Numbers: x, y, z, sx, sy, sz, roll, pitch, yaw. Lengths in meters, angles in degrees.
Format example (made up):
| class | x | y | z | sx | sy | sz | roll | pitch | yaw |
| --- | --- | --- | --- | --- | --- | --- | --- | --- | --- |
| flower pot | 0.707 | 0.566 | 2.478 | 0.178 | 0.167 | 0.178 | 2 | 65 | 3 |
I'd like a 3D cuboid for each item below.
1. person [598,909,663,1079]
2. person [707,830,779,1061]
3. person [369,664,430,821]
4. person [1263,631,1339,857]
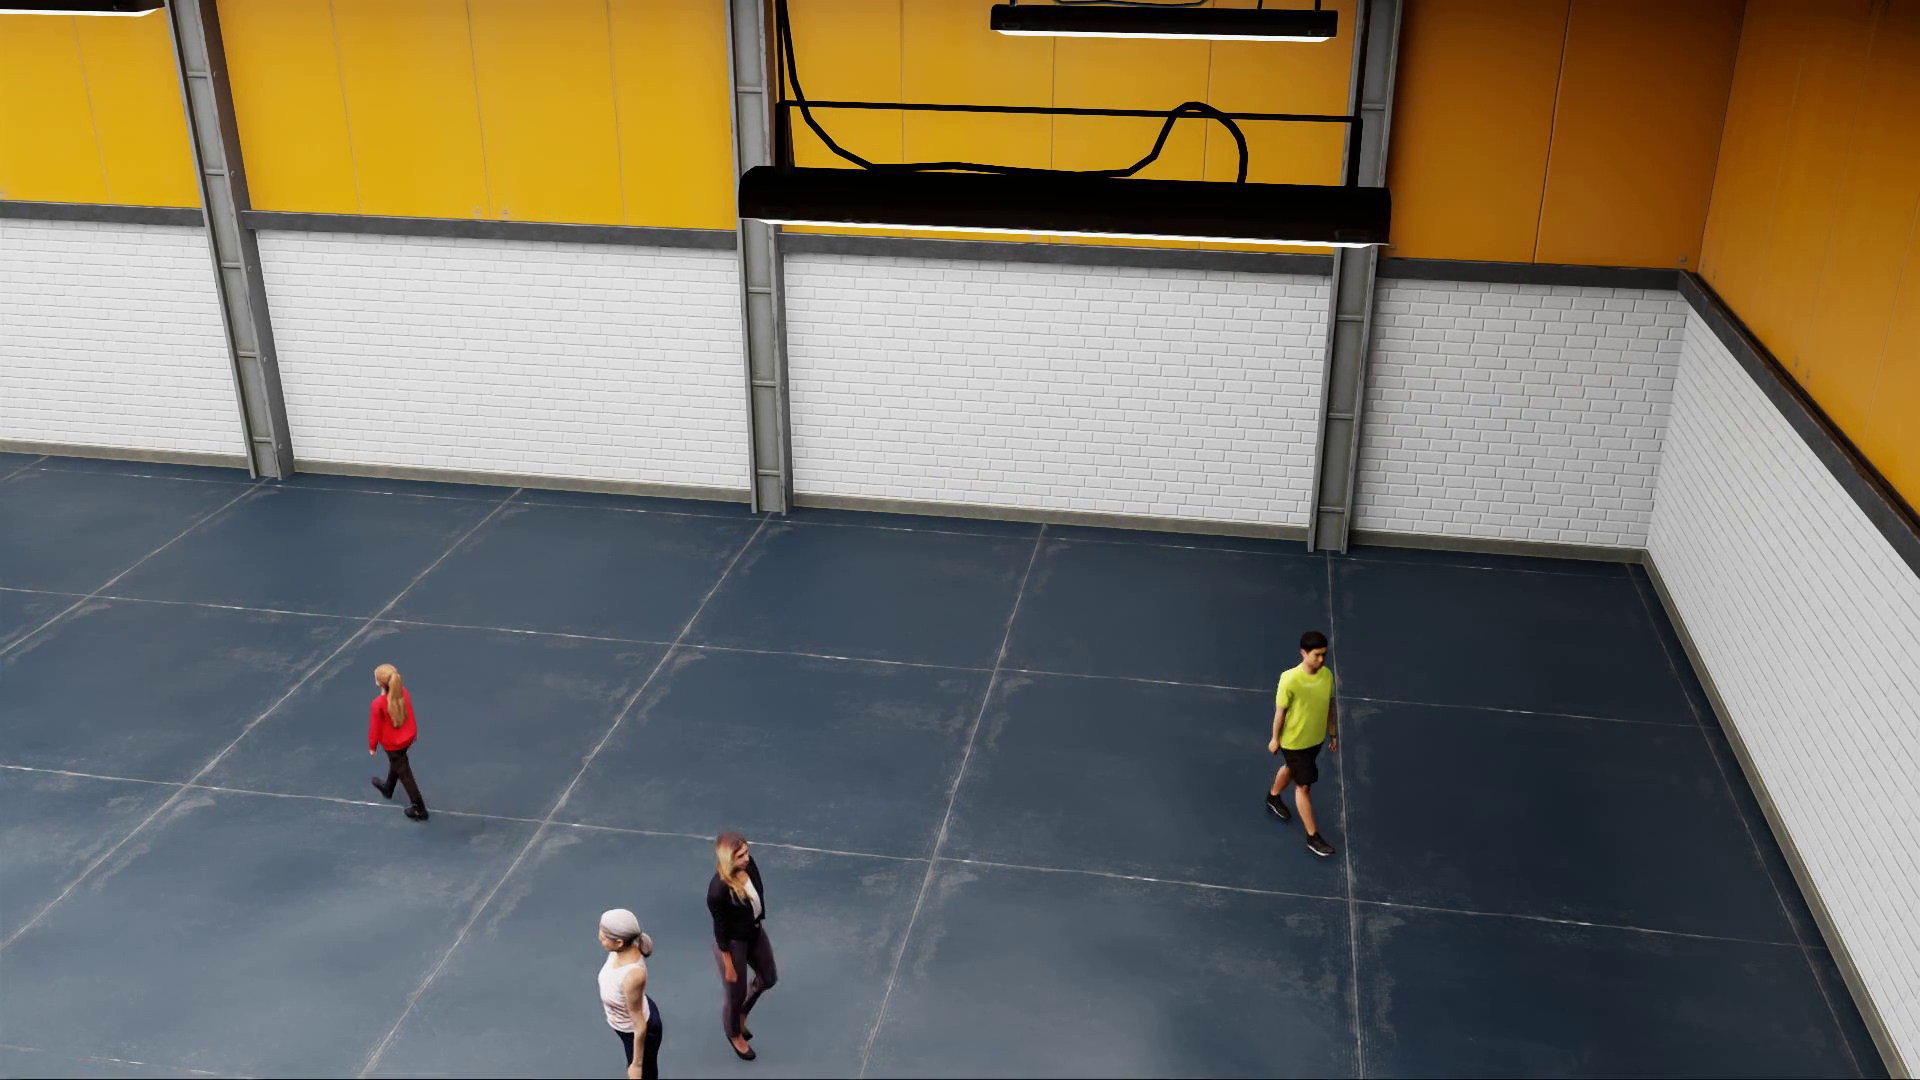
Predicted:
| class | x | y | z | sx | sy | sz | roll | pitch | yaw |
| --- | --- | --- | --- | --- | --- | --- | --- | --- | --- |
| person | -1.775 | 2.734 | 9.188 | 0.697 | 1.702 | 0.686 | -8 | 25 | -18 |
| person | -1.405 | 2.417 | 9.966 | 0.660 | 1.660 | 0.673 | 10 | 25 | 21 |
| person | -4.185 | 1.538 | 12.484 | 0.923 | 1.253 | 0.682 | 12 | 26 | 25 |
| person | 2.472 | 1.414 | 12.252 | 1.101 | 1.665 | 1.126 | -13 | 27 | -28 |
